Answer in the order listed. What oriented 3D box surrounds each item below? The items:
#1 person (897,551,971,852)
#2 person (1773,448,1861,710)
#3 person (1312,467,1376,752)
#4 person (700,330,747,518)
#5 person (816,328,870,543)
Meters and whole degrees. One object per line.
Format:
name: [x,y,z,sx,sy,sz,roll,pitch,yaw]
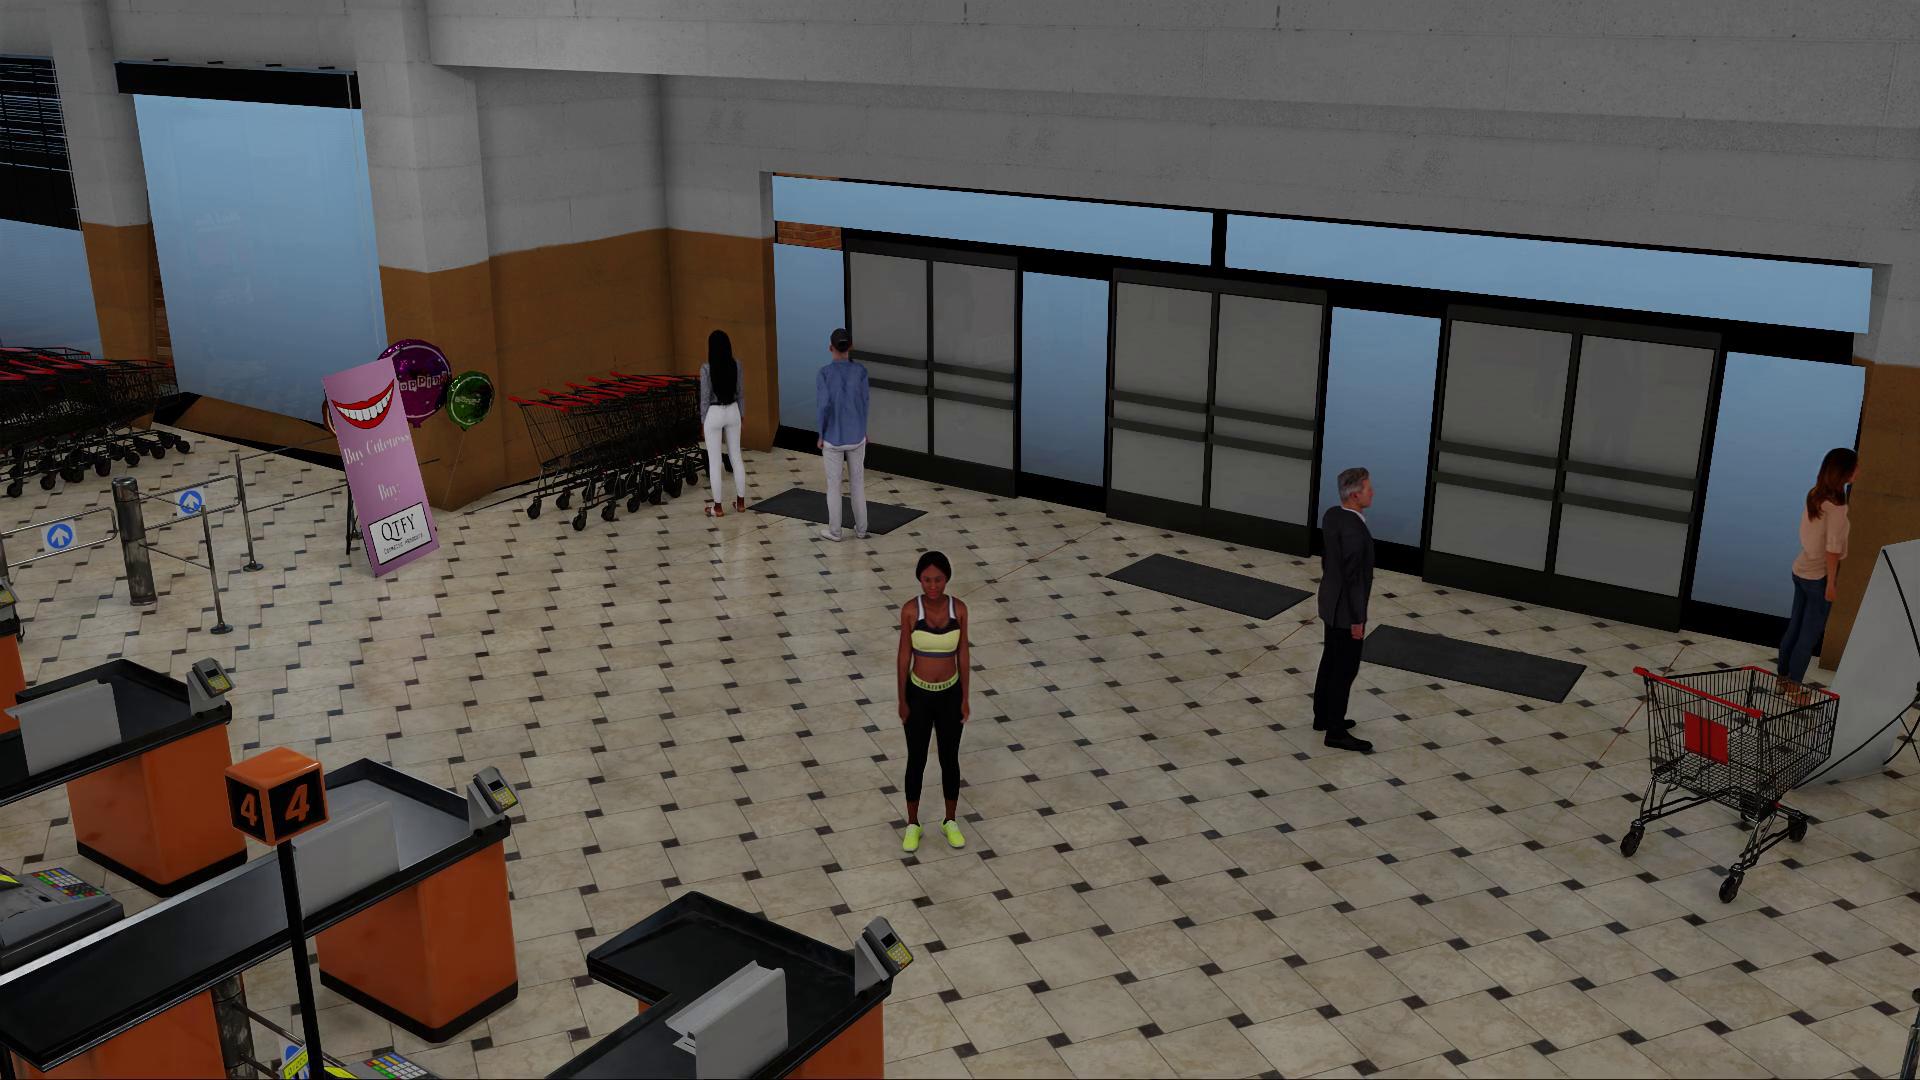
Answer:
person: [-0.149,0.889,9.312,0.640,1.755,0.695,-3,19,-8]
person: [5.750,0.241,11.179,0.729,1.791,0.613,2,19,6]
person: [2.459,0.412,10.593,0.869,1.841,0.779,-1,19,-4]
person: [-2.168,-1.076,15.189,0.587,1.725,0.726,-12,22,-31]
person: [-1.014,-0.914,14.451,0.690,1.888,0.801,-8,20,-23]
